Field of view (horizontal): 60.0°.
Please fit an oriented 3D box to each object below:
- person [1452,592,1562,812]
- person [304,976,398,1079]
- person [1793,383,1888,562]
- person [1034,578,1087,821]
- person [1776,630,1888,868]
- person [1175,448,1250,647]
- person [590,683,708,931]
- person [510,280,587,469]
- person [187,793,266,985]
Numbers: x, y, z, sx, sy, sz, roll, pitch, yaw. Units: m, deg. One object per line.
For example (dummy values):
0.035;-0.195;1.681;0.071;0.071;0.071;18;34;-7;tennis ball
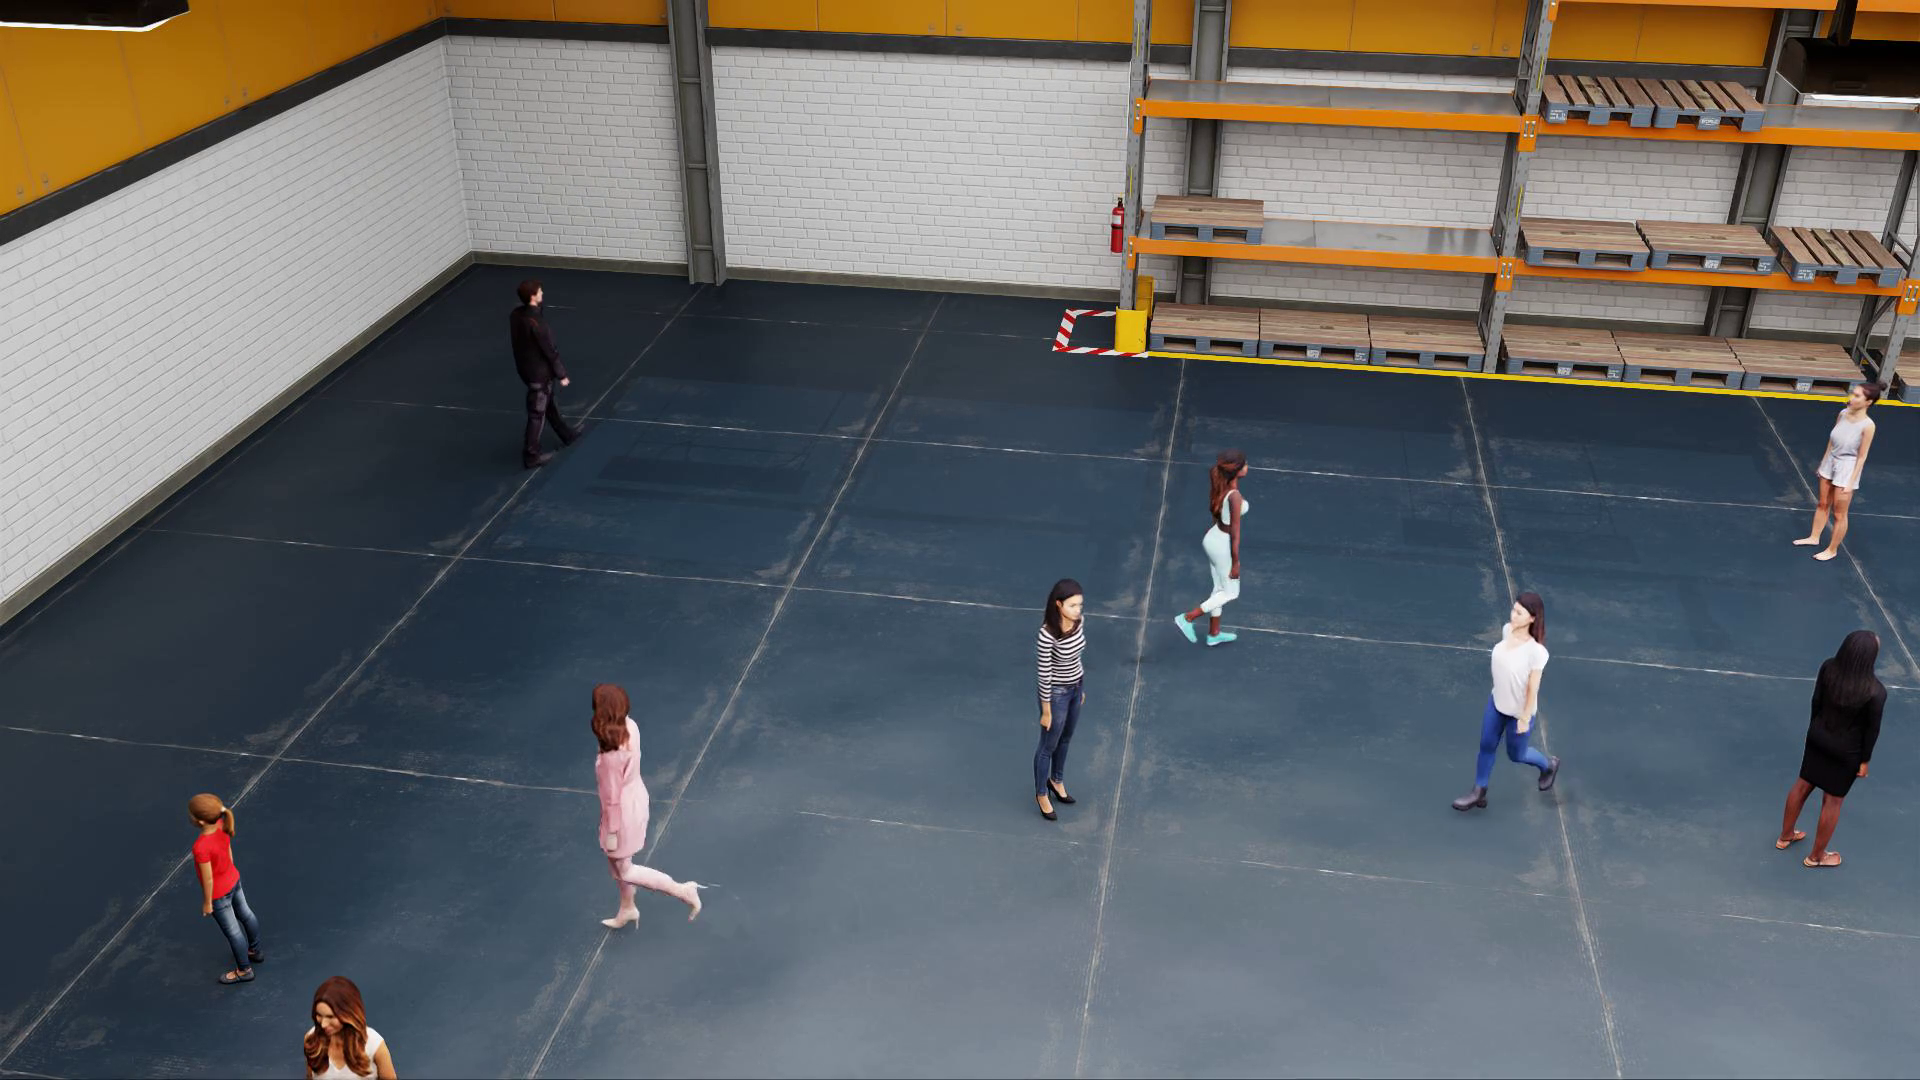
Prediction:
3.742;1.109;11.046;1.091;1.665;0.916;-9;30;-17;person
-2.819;2.772;7.871;0.455;1.785;0.647;4;29;8;person
7.565;-0.604;14.250;0.667;1.604;0.647;-6;29;-11;person
0.668;1.044;11.029;0.666;1.794;0.670;21;35;33;person
5.585;1.313;10.613;0.705;1.721;0.684;-13;31;-23;person
1.951;0.102;12.841;0.874;1.713;0.745;-6;29;-11;person
-1.922;1.655;9.923;0.959;1.781;0.726;0;29;0;person
-4.091;-1.547;15.764;1.151;1.807;1.127;-23;36;-36;person
-4.310;2.021;9.741;0.525;1.311;0.496;2;29;3;person
